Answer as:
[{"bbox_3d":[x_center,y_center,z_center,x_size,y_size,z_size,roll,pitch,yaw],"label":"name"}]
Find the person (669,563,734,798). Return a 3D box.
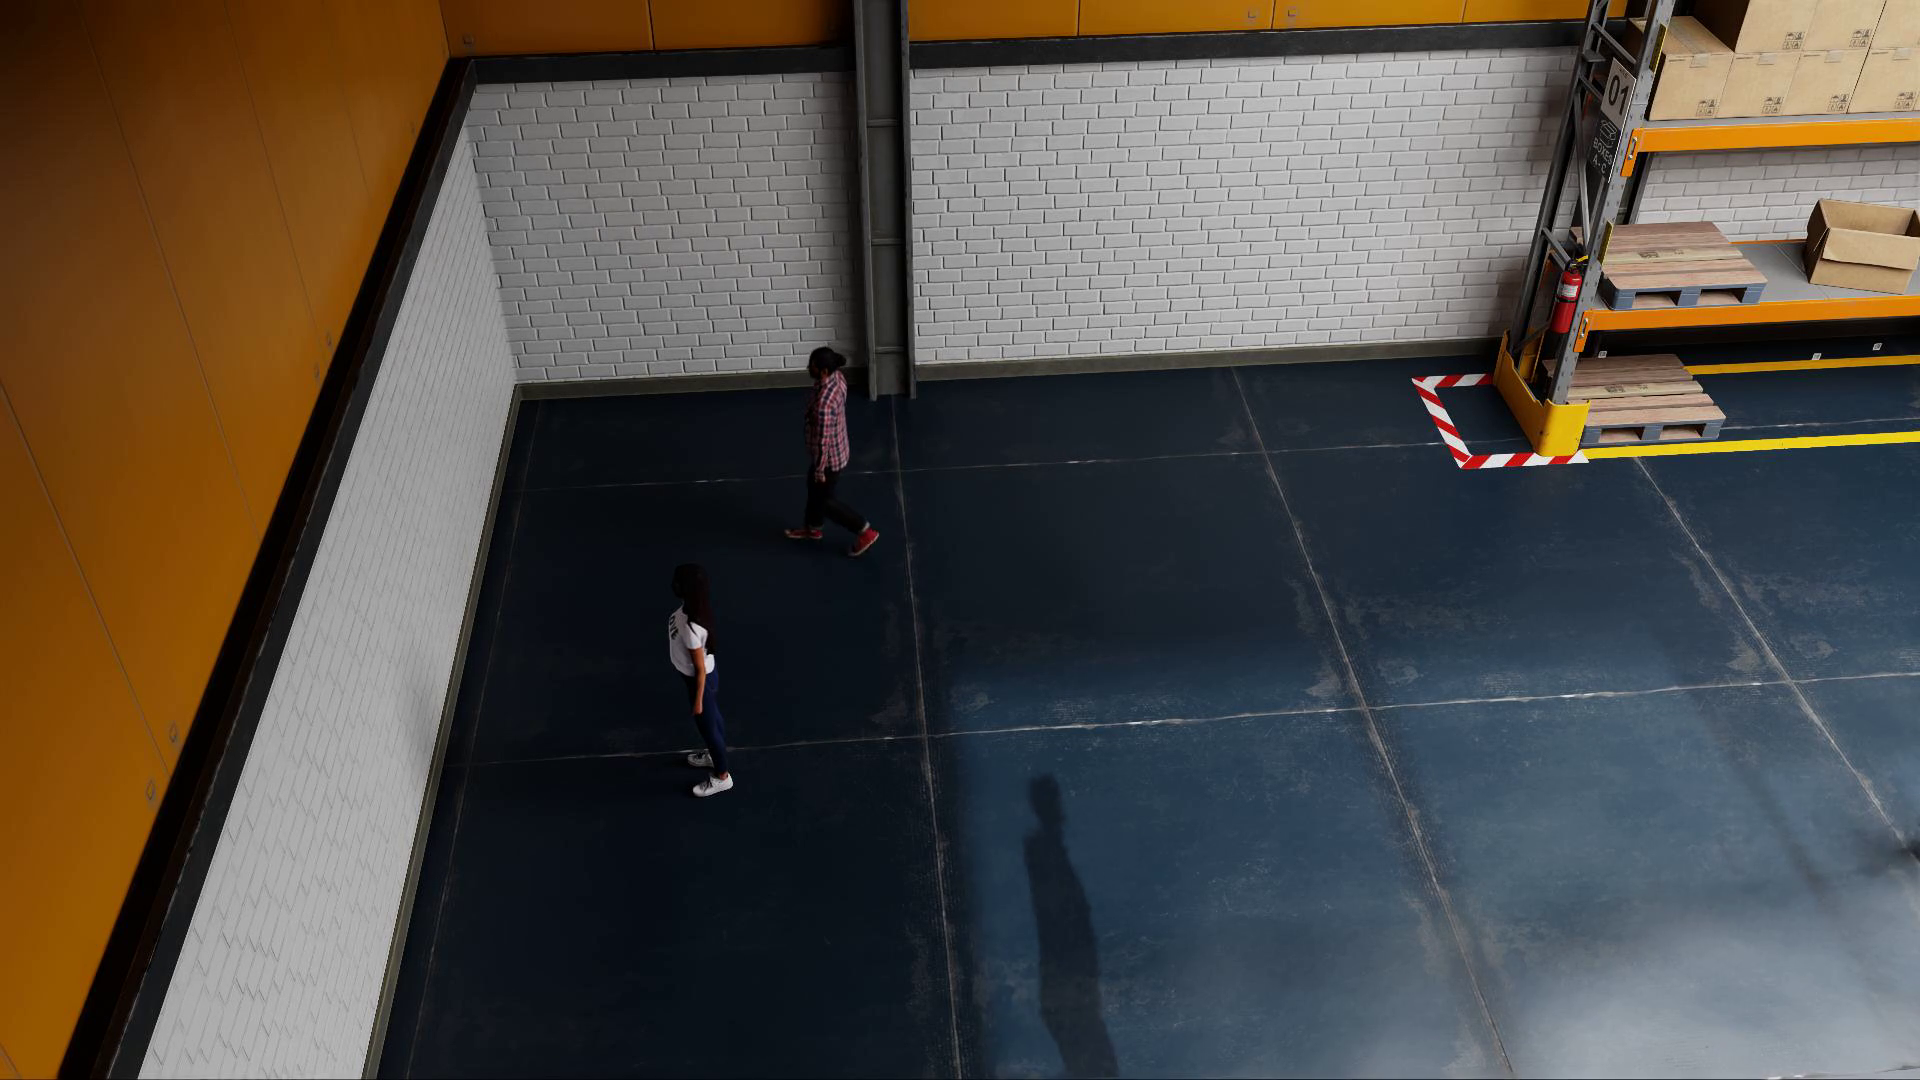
[{"bbox_3d":[-1.591,0.849,10.236,0.525,1.775,0.602,-6,39,-7],"label":"person"}]

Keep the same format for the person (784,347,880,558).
[{"bbox_3d":[-0.920,-0.640,12.117,1.039,1.753,0.810,2,39,3],"label":"person"}]
